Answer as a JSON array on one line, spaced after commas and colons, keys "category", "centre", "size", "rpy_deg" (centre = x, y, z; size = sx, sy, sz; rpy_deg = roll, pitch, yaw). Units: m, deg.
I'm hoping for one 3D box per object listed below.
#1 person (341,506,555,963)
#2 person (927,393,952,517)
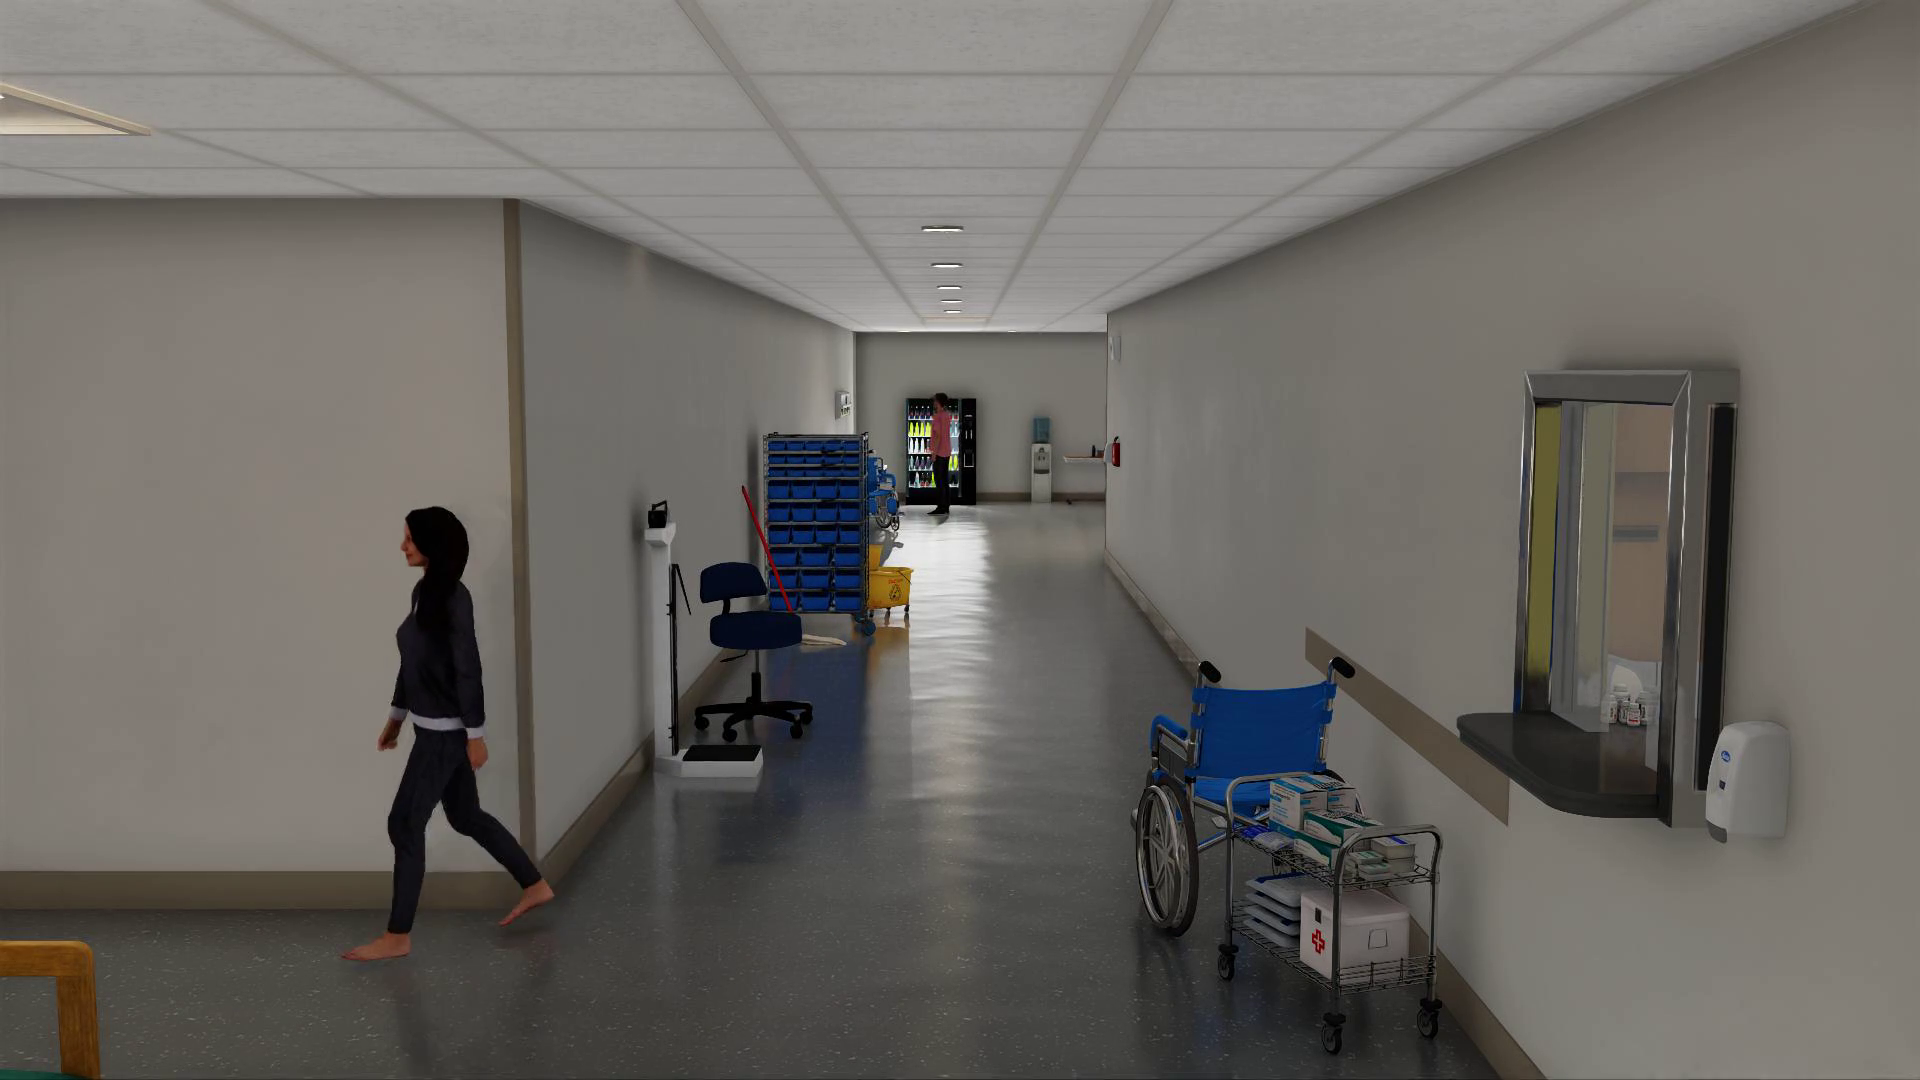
[{"category": "person", "centre": [-1.963, 0.752, 6.605], "size": [1.171, 1.730, 0.961], "rpy_deg": [-4, 7, -31]}, {"category": "person", "centre": [-0.293, -1.383, 26.691], "size": [0.670, 1.959, 0.696], "rpy_deg": [2, 6, 19]}]
